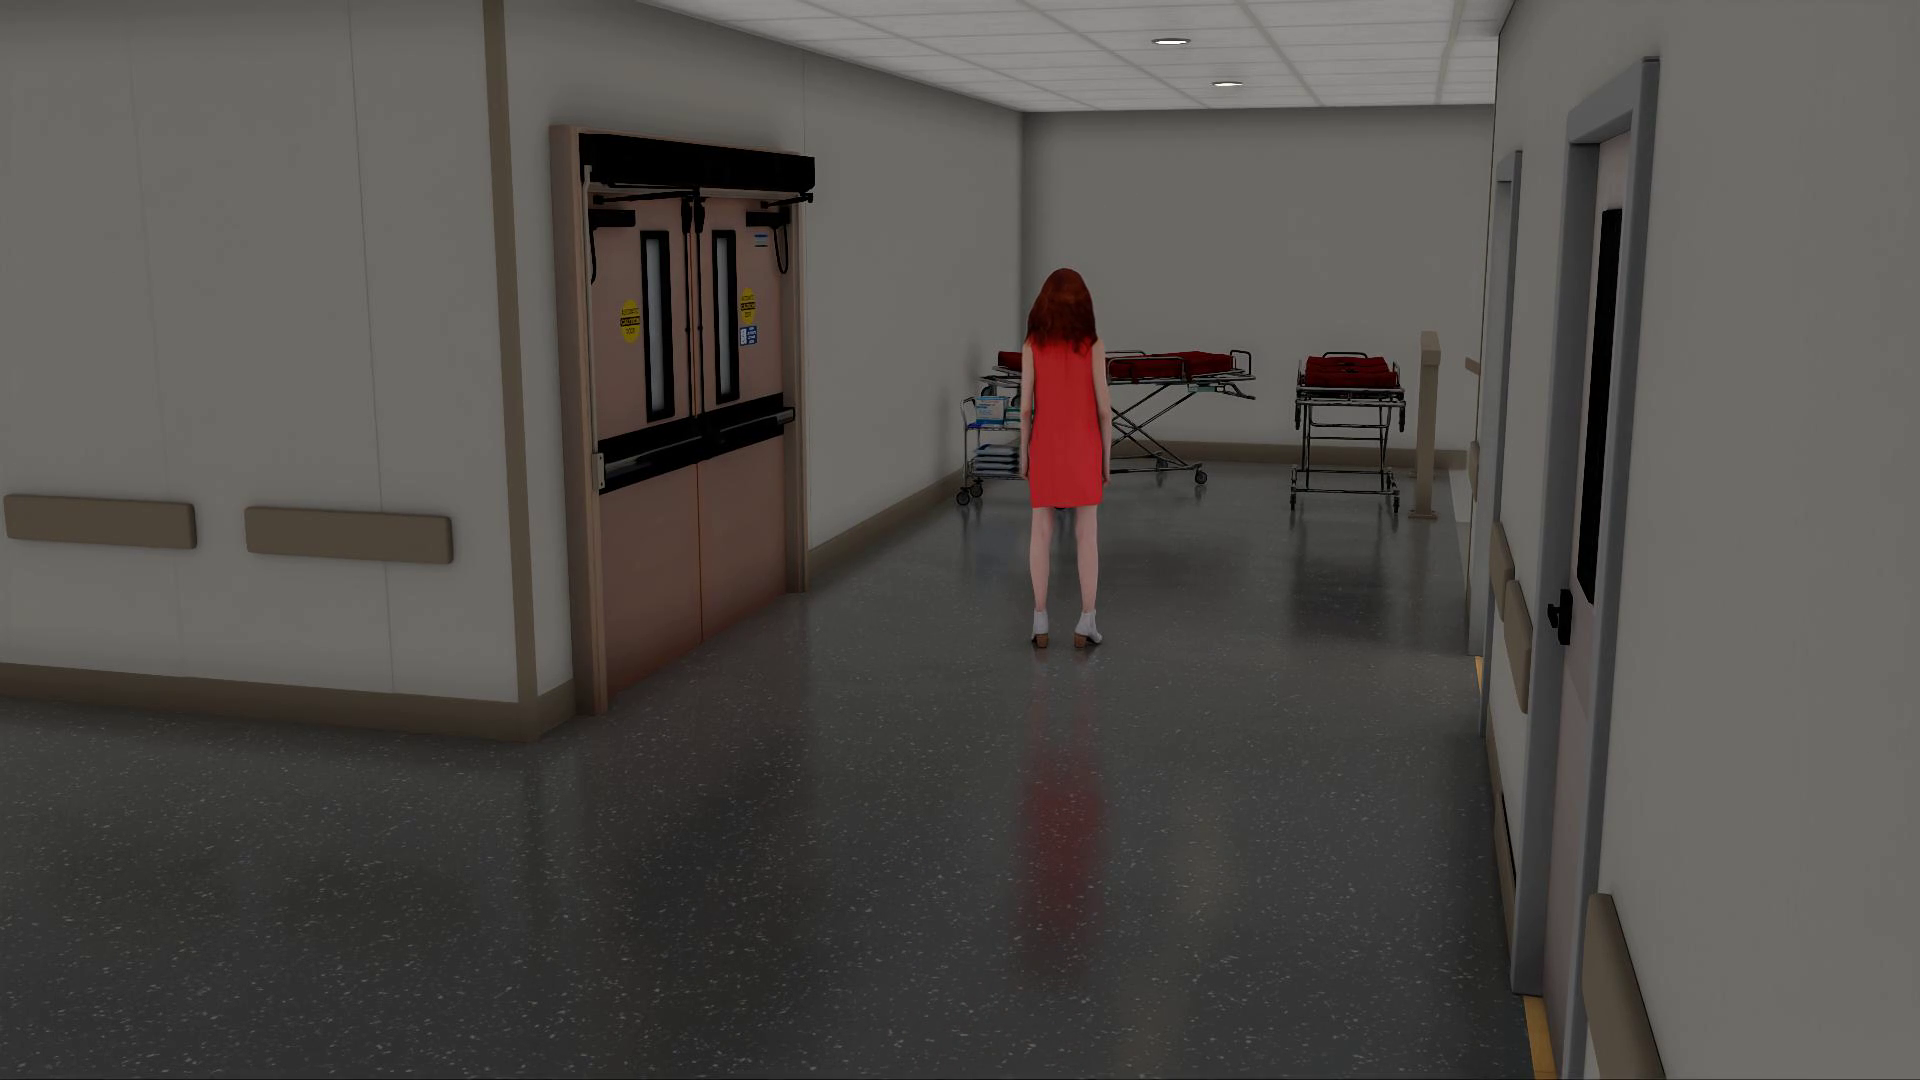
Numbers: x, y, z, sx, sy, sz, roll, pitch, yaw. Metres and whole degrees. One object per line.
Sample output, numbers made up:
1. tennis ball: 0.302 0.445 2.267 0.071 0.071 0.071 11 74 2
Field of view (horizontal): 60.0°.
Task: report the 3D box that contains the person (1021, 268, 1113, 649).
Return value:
1. person: 0.504 -0.388 8.011 0.592 1.828 0.512 2 11 11
